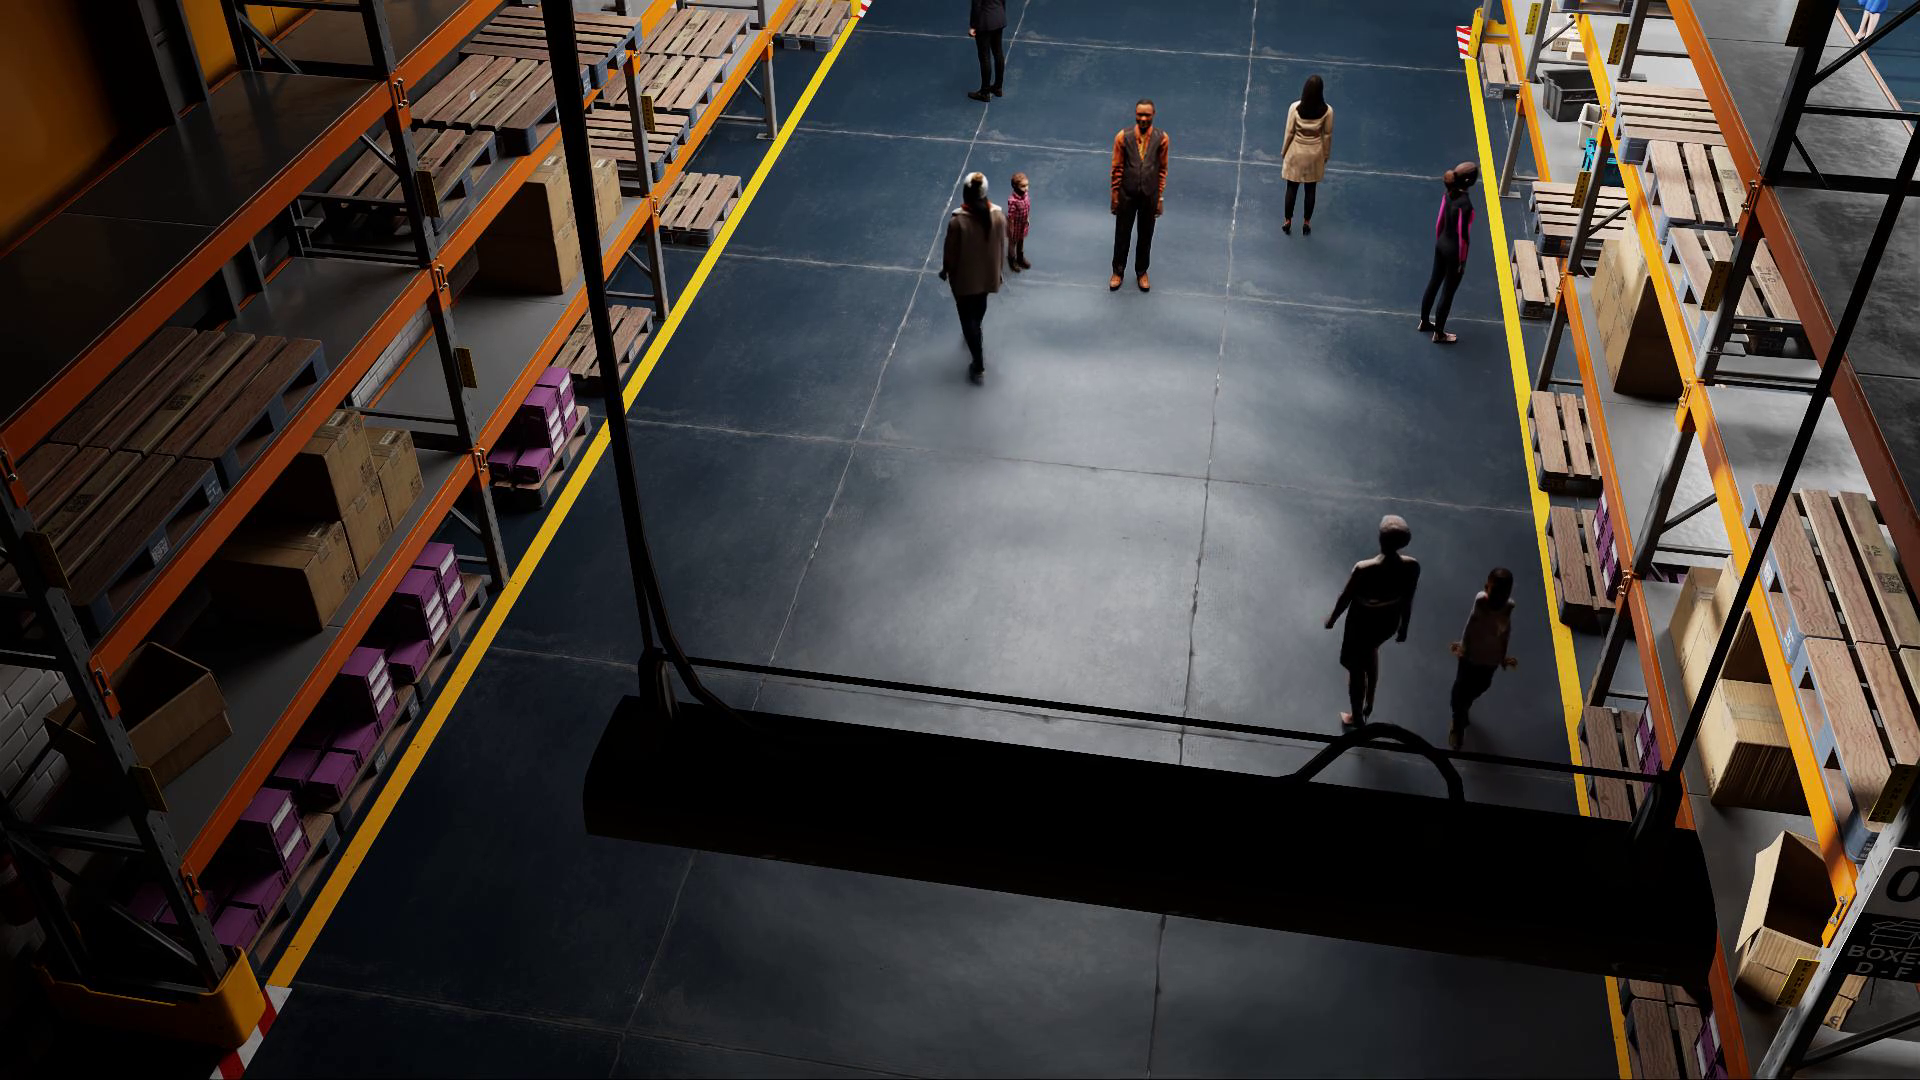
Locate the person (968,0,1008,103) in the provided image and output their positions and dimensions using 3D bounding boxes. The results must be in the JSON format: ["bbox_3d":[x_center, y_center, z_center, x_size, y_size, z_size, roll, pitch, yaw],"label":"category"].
[{"bbox_3d":[0.337,-6.020,19.222,0.766,1.894,0.853,-29,47,-31],"label":"person"}]

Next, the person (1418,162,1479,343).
[{"bbox_3d":[4.447,-2.621,15.081,0.718,1.752,0.636,-13,40,-15],"label":"person"}]

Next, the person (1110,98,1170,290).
[{"bbox_3d":[1.689,-3.288,15.790,0.713,1.908,0.638,2,39,2],"label":"person"}]

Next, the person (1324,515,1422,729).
[{"bbox_3d":[2.767,0.644,11.003,0.781,1.737,0.821,-11,40,-13],"label":"person"}]

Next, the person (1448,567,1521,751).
[{"bbox_3d":[3.502,0.671,11.202,0.637,1.447,0.689,0,39,1],"label":"person"}]

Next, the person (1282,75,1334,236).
[{"bbox_3d":[3.462,-3.852,16.677,0.624,1.682,0.503,6,39,8],"label":"person"}]

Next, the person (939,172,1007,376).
[{"bbox_3d":[0.139,-2.333,14.640,1.068,1.851,1.269,-12,40,-15],"label":"person"}]

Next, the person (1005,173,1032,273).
[{"bbox_3d":[0.574,-3.142,16.317,0.486,1.021,0.556,-31,48,-33],"label":"person"}]
